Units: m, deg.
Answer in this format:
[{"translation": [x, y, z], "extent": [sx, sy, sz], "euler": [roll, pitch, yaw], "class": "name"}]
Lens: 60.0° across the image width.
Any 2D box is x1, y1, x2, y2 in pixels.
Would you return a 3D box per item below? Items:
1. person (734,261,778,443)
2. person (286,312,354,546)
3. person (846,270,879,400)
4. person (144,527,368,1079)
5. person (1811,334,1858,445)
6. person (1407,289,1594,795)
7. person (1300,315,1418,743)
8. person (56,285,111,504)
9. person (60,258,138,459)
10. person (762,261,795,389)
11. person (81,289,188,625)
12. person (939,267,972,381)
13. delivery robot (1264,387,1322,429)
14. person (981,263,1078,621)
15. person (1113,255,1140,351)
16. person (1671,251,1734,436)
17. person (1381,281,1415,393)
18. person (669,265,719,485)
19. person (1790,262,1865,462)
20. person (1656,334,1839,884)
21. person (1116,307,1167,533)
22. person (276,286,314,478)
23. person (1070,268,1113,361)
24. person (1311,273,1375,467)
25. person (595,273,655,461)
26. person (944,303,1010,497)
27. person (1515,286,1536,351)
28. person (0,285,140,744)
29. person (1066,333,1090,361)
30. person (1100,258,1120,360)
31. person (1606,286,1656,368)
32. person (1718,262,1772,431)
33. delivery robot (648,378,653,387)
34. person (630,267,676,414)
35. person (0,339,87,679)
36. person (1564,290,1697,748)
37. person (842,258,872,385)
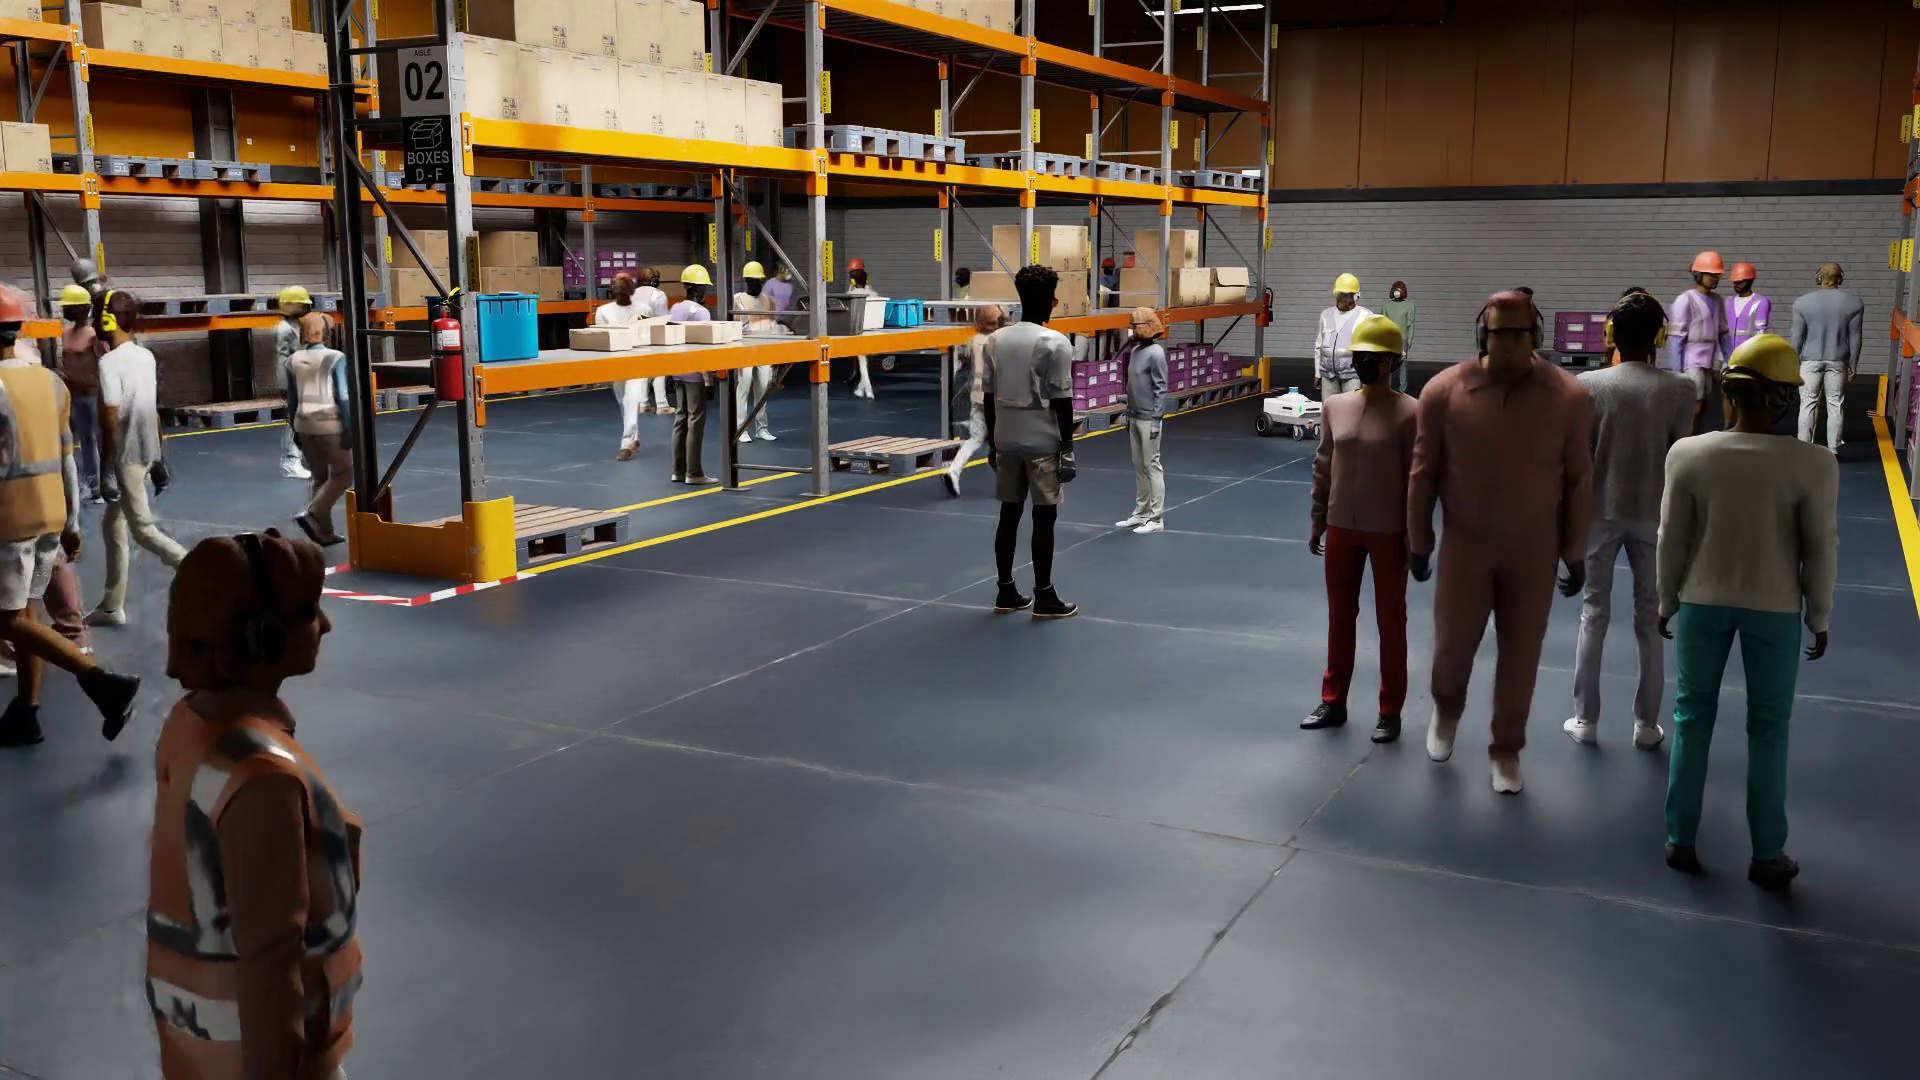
[{"translation": [-2.211, -2.013, 17.851], "extent": [0.587, 1.930, 0.359], "euler": [-8, 13, -39], "class": "person"}, {"translation": [-4.387, -0.743, 11.354], "extent": [0.525, 1.620, 0.447], "euler": [4, 11, 23], "class": "person"}, {"translation": [-1.334, -2.845, 23.096], "extent": [0.496, 1.802, 1.007], "euler": [-3, 10, -15], "class": "person"}, {"translation": [-1.146, 0.791, 2.540], "extent": [0.633, 1.620, 0.511], "euler": [-7, 12, -34], "class": "person"}, {"translation": [9.212, -1.812, 17.576], "extent": [0.495, 1.628, 0.283], "euler": [3, 10, 19], "class": "person"}, {"translation": [2.029, 0.006, 6.278], "extent": [0.662, 1.890, 0.443], "euler": [2, 10, 12], "class": "person"}, {"translation": [1.697, -0.048, 6.939], "extent": [0.525, 1.772, 0.303], "euler": [8, 13, 39], "class": "person"}, {"translation": [-7.057, -1.167, 13.429], "extent": [0.532, 1.767, 0.326], "euler": [5, 11, 27], "class": "person"}, {"translation": [-7.761, -1.603, 15.157], "extent": [0.547, 2.000, 0.784], "euler": [4, 10, 21], "class": "person"}, {"translation": [-2.682, -3.191, 24.741], "extent": [0.486, 1.906, 0.675], "euler": [6, 12, 33], "class": "person"}, {"translation": [-4.392, -0.423, 8.919], "extent": [0.875, 1.845, 0.524], "euler": [0, 10, -2], "class": "person"}, {"translation": [0.123, -3.407, 26.288], "extent": [0.887, 1.809, 0.624], "euler": [-7, 12, -36], "class": "person"}, {"translation": [3.635, -1.426, 18.153], "extent": [0.477, 0.478, 0.707], "euler": [-5, 11, -25], "class": "delivery robot"}, {"translation": [0.396, -0.539, 9.211], "extent": [0.618, 1.963, 0.361], "euler": [9, 13, 42], "class": "person"}, {"translation": [2.504, -3.175, 24.414], "extent": [0.631, 1.992, 0.508], "euler": [-6, 12, -32], "class": "person"}, {"translation": [6.767, -1.599, 15.147], "extent": [0.626, 2.035, 0.437], "euler": [-7, 12, -35], "class": "person"}, {"translation": [6.062, -2.777, 23.124], "extent": [0.500, 1.636, 0.281], "euler": [7, 12, 34], "class": "person"}, {"translation": [-2.325, -1.444, 14.589], "extent": [0.393, 1.919, 0.589], "euler": [-8, 13, -39], "class": "person"}, {"translation": [8.321, -1.700, 16.028], "extent": [0.629, 1.936, 0.373], "euler": [4, 11, 21], "class": "person"}, {"translation": [2.536, 0.221, 5.394], "extent": [0.533, 1.765, 0.319], "euler": [7, 12, 35], "class": "person"}, {"translation": [1.333, -0.866, 12.067], "extent": [0.264, 1.632, 0.508], "euler": [-3, 10, -17], "class": "person"}, {"translation": [-5.939, -1.404, 14.917], "extent": [0.418, 1.730, 0.501], "euler": [-1, 10, -5], "class": "person"}, {"translation": [1.804, -2.841, 22.946], "extent": [0.621, 1.835, 0.430], "euler": [-1, 10, -4], "class": "person"}, {"translation": [3.571, -1.566, 15.541], "extent": [0.590, 1.835, 0.404], "euler": [8, 12, 37], "class": "person"}, {"translation": [-3.326, -1.731, 16.530], "extent": [0.586, 1.837, 1.006], "euler": [0, 10, 2], "class": "person"}, {"translation": [0.204, -1.142, 13.707], "extent": [0.513, 1.618, 0.721], "euler": [9, 13, 42], "class": "person"}, {"translation": [5.773, -1.807, 17.354], "extent": [0.710, 1.676, 0.537], "euler": [-2, 10, -12], "class": "person"}, {"translation": [-3.706, -0.081, 6.690], "extent": [0.747, 1.918, 0.544], "euler": [1, 10, 8], "class": "person"}, {"translation": [1.968, -3.627, 27.429], "extent": [0.580, 1.858, 0.866], "euler": [-4, 11, -22], "class": "person"}, {"translation": [2.708, -4.179, 30.372], "extent": [0.551, 1.932, 0.378], "euler": [-8, 13, -40], "class": "person"}, {"translation": [6.946, -1.792, 17.282], "extent": [0.533, 1.683, 0.577], "euler": [0, 10, 2], "class": "person"}, {"translation": [8.240, -1.958, 17.563], "extent": [0.387, 1.928, 0.544], "euler": [-6, 11, -30], "class": "person"}, {"translation": [-4.469, -2.389, 23.729], "extent": [0.477, 0.478, 0.707], "euler": [7, 12, 35], "class": "delivery robot"}, {"translation": [-3.873, -2.506, 20.960], "extent": [0.626, 1.844, 0.429], "euler": [6, 11, 30], "class": "person"}, {"translation": [-4.615, -0.273, 7.987], "extent": [0.720, 1.872, 0.665], "euler": [-8, 13, -41], "class": "person"}, {"translation": [2.724, -0.076, 6.812], "extent": [0.509, 1.872, 0.328], "euler": [3, 10, 17], "class": "person"}, {"translation": [-1.577, -3.343, 25.529], "extent": [0.356, 1.939, 0.543], "euler": [-8, 12, -37], "class": "person"}]
